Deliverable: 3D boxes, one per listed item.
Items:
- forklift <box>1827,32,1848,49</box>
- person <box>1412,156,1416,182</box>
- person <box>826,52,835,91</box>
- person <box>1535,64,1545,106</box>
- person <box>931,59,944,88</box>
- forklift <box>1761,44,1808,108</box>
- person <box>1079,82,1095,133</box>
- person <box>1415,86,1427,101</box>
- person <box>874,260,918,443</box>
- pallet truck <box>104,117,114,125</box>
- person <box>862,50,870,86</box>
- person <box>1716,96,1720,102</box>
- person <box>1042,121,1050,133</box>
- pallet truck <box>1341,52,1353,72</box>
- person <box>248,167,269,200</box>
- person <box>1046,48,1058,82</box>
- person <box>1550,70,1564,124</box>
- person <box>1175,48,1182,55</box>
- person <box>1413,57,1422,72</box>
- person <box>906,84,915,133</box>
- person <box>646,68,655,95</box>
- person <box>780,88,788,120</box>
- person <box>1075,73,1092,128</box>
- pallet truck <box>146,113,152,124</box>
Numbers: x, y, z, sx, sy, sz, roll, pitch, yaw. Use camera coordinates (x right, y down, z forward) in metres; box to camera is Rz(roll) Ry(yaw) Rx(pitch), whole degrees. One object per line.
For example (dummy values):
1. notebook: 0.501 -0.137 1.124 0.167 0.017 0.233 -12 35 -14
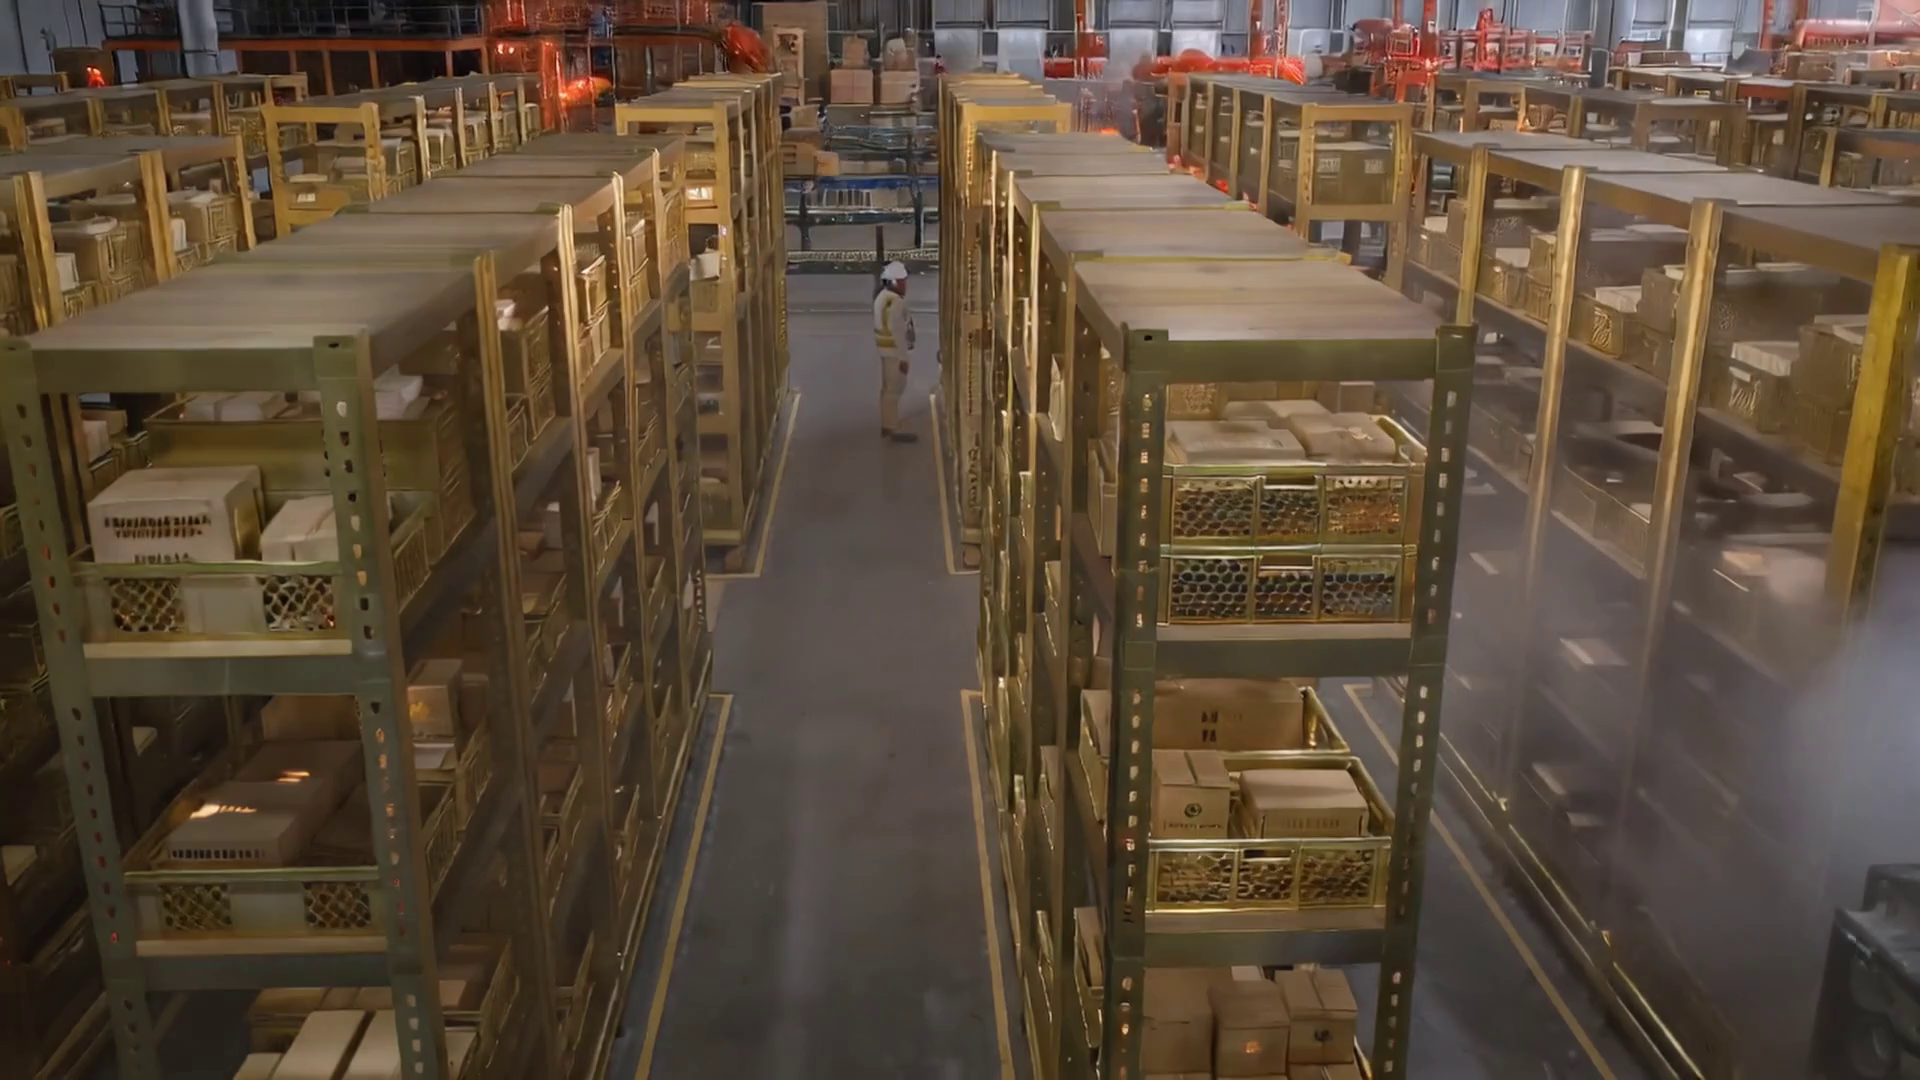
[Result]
1. forklift: 46.023 -25.321 87.619 1.129 2.768 1.873 -1 18 -2
2. person: 11.068 -9.337 39.776 0.664 1.862 0.956 1 18 4
3. person: -6.572 -23.770 84.376 0.383 1.914 0.595 -16 24 -40
4. person: 24.103 -18.864 69.281 0.543 1.860 0.331 -9 20 -25
5. person: -0.969 -20.668 74.835 0.546 1.889 1.022 6 19 19
6. forklift: 31.244 -17.279 62.732 1.129 2.768 1.873 -1 18 -2
7. person: 4.148 -14.085 54.543 0.588 1.823 0.403 -15 23 -38
8. person: 15.658 -14.578 56.389 0.558 1.623 0.348 11 21 29
9. person: -0.645 -1.903 16.821 0.404 1.836 0.600 -7 19 -22
10. pallet truck: -18.367 -7.885 35.078 1.885 1.965 0.823 1 18 2
11. person: -5.013 -25.283 89.092 0.488 1.900 0.753 8 20 24
12. person: 21.721 -11.842 47.710 0.526 1.760 0.330 -16 24 -40
13. person: 2.193 -10.103 41.926 0.511 2.005 0.733 11 21 31
14. pallet truck: 18.794 -23.123 82.231 0.823 1.965 1.885 -13 22 -35
15. person: -13.615 -6.939 32.519 0.533 1.768 0.310 -1 18 -2
16. person: 5.177 -26.879 94.102 0.624 1.853 0.513 9 20 27
17. person: 22.049 -16.466 61.753 0.600 1.931 0.882 -1 18 -3
18. person: 12.401 -26.935 94.279 0.429 1.841 0.633 -8 19 -23
19. person: 21.564 -21.885 78.663 0.932 1.831 0.578 -9 20 -26
20. person: -1.651 -14.358 55.563 0.562 1.713 0.527 -8 19 -22
21. person: -12.381 -17.983 66.656 0.524 1.799 0.951 16 24 40
22. person: -6.792 -16.903 63.170 0.359 1.883 0.577 12 22 34
23. person: 4.340 -15.376 58.305 0.633 1.969 0.637 0 18 1
24. pallet truck: -18.087 -8.309 36.390 1.885 1.965 0.823 -1 18 -4
